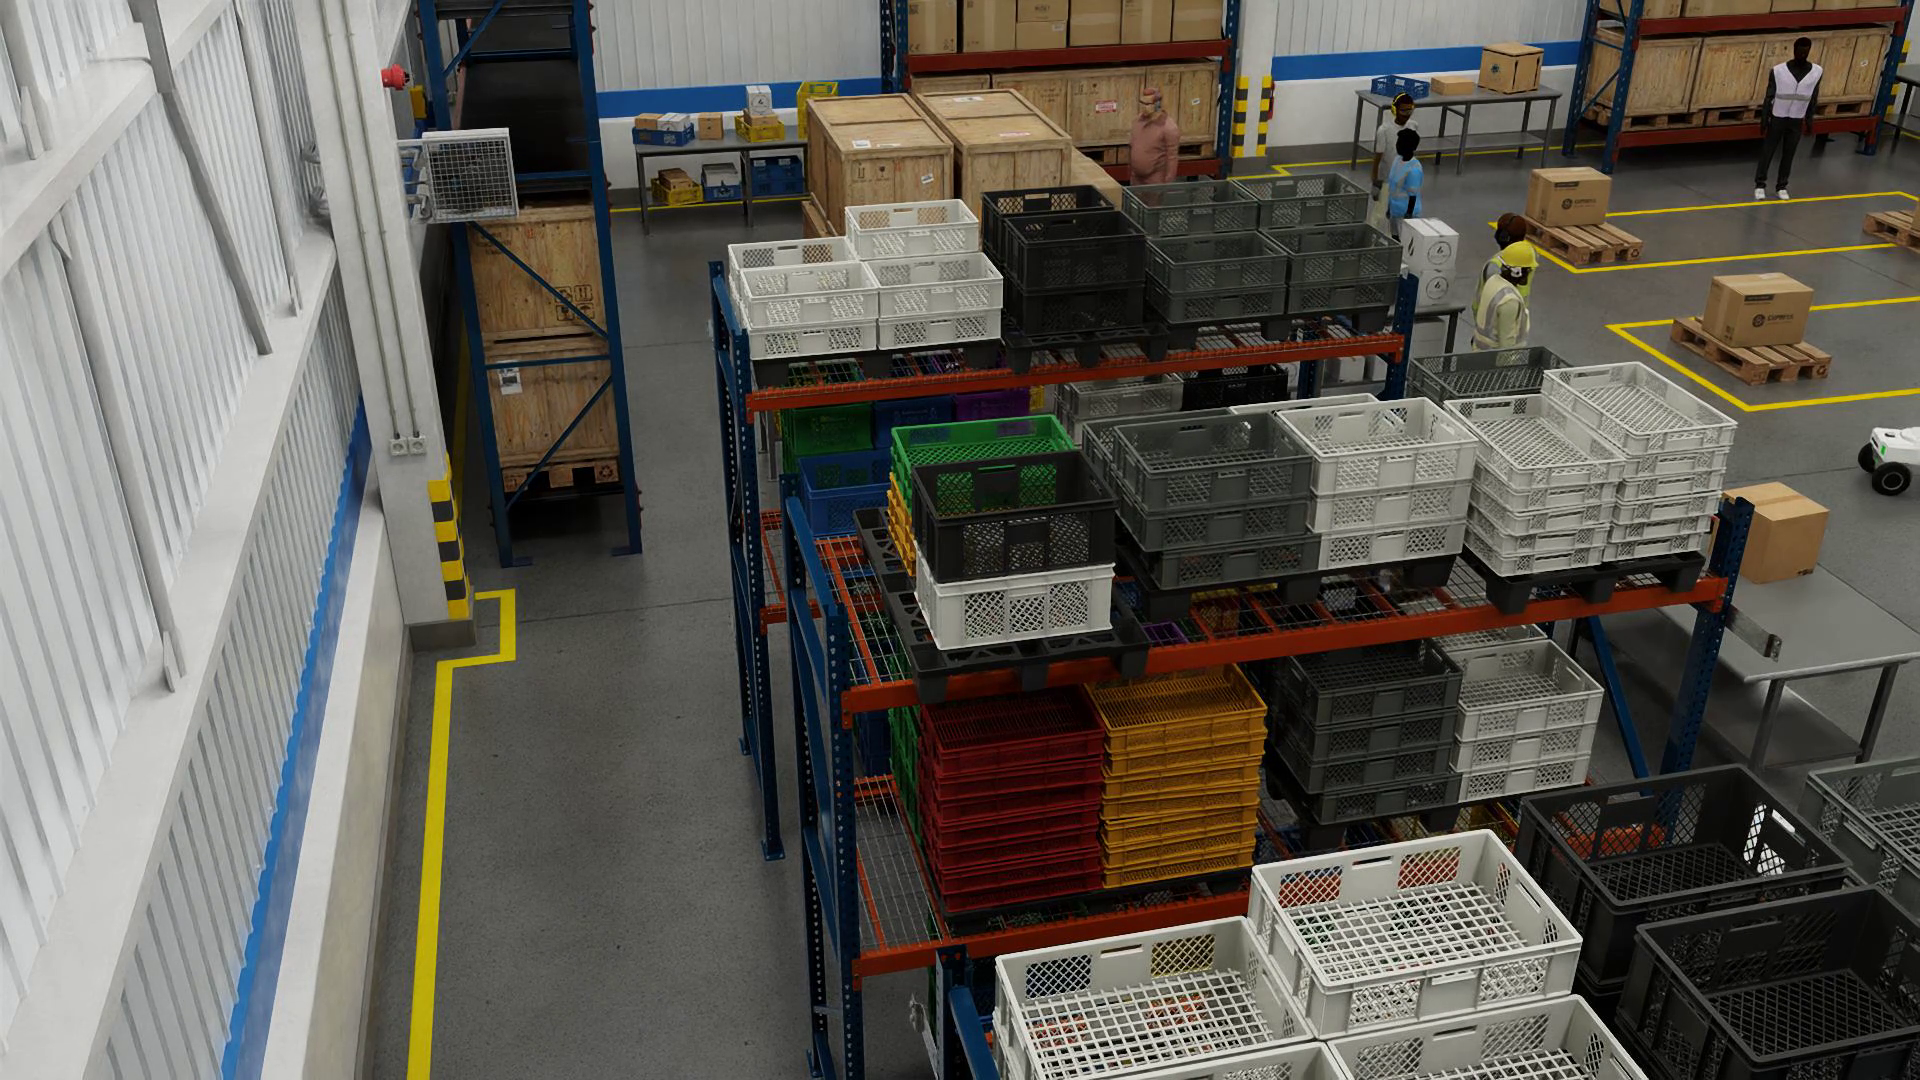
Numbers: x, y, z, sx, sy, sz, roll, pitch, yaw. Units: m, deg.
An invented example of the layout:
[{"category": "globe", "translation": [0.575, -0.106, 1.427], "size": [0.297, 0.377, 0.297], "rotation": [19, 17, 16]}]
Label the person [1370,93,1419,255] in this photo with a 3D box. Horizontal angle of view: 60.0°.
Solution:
[{"category": "person", "translation": [4.556, -3.774, 17.497], "size": [0.517, 1.857, 0.330], "rotation": [-10, 30, -19]}]

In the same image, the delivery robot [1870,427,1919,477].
[{"category": "delivery robot", "translation": [7.496, -0.698, 12.943], "size": [0.707, 0.478, 0.477], "rotation": [6, 28, 11]}]

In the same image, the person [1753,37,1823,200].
[{"category": "person", "translation": [9.839, -5.016, 19.788], "size": [0.610, 1.915, 0.383], "rotation": [5, 28, 9]}]

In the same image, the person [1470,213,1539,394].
[{"category": "person", "translation": [4.436, -1.800, 13.759], "size": [0.621, 1.845, 0.429], "rotation": [-25, 36, -38]}]

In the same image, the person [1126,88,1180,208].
[{"category": "person", "translation": [1.975, -3.793, 17.474], "size": [0.401, 1.904, 0.651], "rotation": [-21, 34, -34]}]

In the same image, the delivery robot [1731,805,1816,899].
[{"category": "delivery robot", "translation": [4.164, 1.652, 8.484], "size": [0.477, 0.478, 0.707], "rotation": [15, 31, 27]}]

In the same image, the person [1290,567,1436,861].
[{"category": "person", "translation": [2.152, 0.895, 8.580], "size": [0.671, 1.909, 0.661], "rotation": [0, 28, 0]}]

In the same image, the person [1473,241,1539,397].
[{"category": "person", "translation": [4.267, -1.478, 13.173], "size": [0.403, 1.822, 0.591], "rotation": [2, 28, 4]}]

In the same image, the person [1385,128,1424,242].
[{"category": "person", "translation": [4.470, -3.316, 16.800], "size": [0.323, 1.689, 0.537], "rotation": [-3, 28, -6]}]
